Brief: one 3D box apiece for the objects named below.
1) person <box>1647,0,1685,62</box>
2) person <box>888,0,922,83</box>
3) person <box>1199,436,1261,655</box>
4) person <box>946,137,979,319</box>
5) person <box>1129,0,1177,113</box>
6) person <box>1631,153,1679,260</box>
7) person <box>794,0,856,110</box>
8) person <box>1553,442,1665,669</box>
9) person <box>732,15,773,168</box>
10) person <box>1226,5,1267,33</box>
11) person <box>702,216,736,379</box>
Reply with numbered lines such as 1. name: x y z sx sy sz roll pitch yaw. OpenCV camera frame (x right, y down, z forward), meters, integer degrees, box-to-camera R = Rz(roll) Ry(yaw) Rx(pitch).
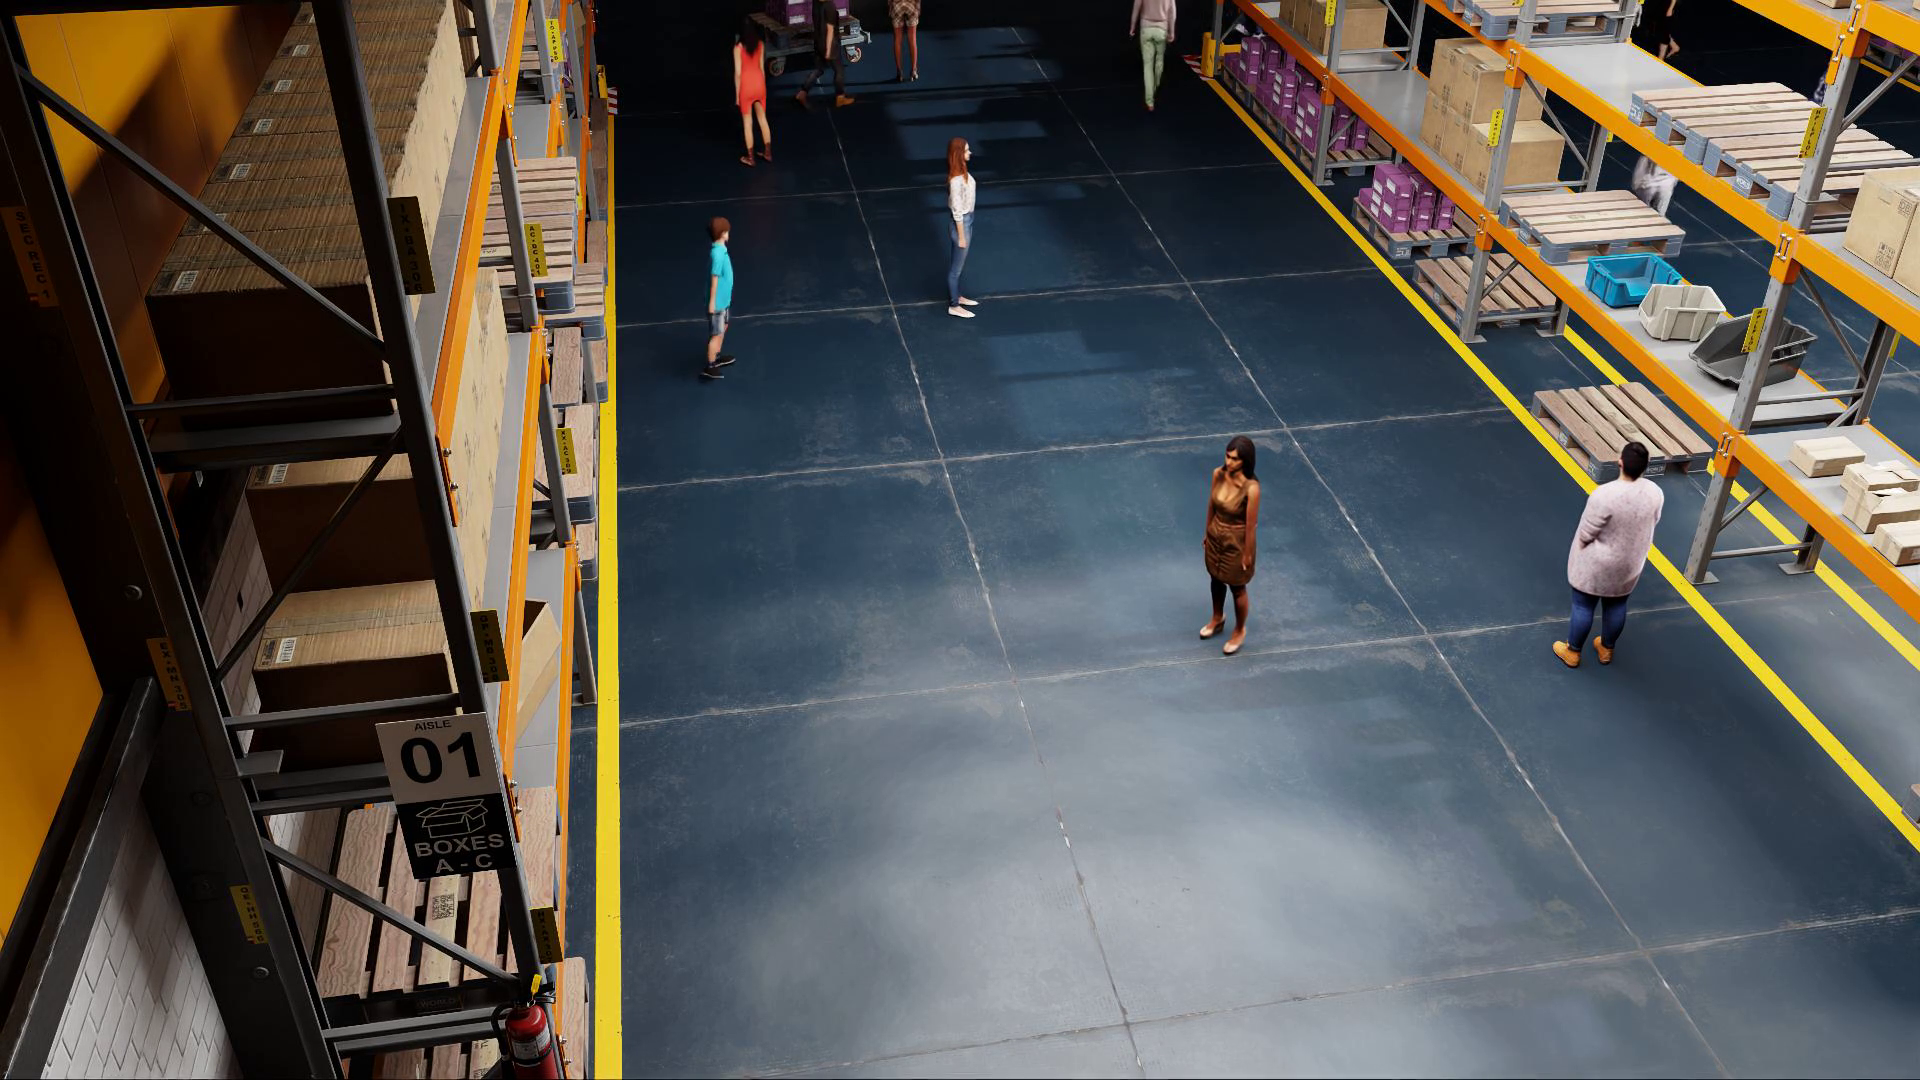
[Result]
1. person: 9.518 -7.094 22.063 0.757 1.614 0.742 4 34 6
2. person: -0.725 -6.842 21.523 0.626 1.793 0.600 1 34 1
3. person: 1.838 0.027 11.288 0.698 1.683 0.591 -24 40 -31
4. person: -0.004 -2.975 15.763 0.694 1.728 0.553 5 34 7
5. person: 2.400 -6.200 20.521 0.775 1.833 1.182 -2 34 -4
6. person: 6.901 -3.455 16.461 0.719 1.758 0.950 1 34 1
7. person: -1.711 -6.133 20.553 0.983 1.687 1.074 -25 41 -33
8. person: 4.358 0.093 11.134 0.685 1.744 0.621 -4 34 -6
9. person: -2.380 -5.144 19.038 0.648 1.716 0.664 -26 41 -33
10. person: 4.161 -7.914 23.192 0.958 1.731 0.938 18 38 25
11. person: -2.198 -2.152 14.801 0.777 1.425 0.536 6 34 9
